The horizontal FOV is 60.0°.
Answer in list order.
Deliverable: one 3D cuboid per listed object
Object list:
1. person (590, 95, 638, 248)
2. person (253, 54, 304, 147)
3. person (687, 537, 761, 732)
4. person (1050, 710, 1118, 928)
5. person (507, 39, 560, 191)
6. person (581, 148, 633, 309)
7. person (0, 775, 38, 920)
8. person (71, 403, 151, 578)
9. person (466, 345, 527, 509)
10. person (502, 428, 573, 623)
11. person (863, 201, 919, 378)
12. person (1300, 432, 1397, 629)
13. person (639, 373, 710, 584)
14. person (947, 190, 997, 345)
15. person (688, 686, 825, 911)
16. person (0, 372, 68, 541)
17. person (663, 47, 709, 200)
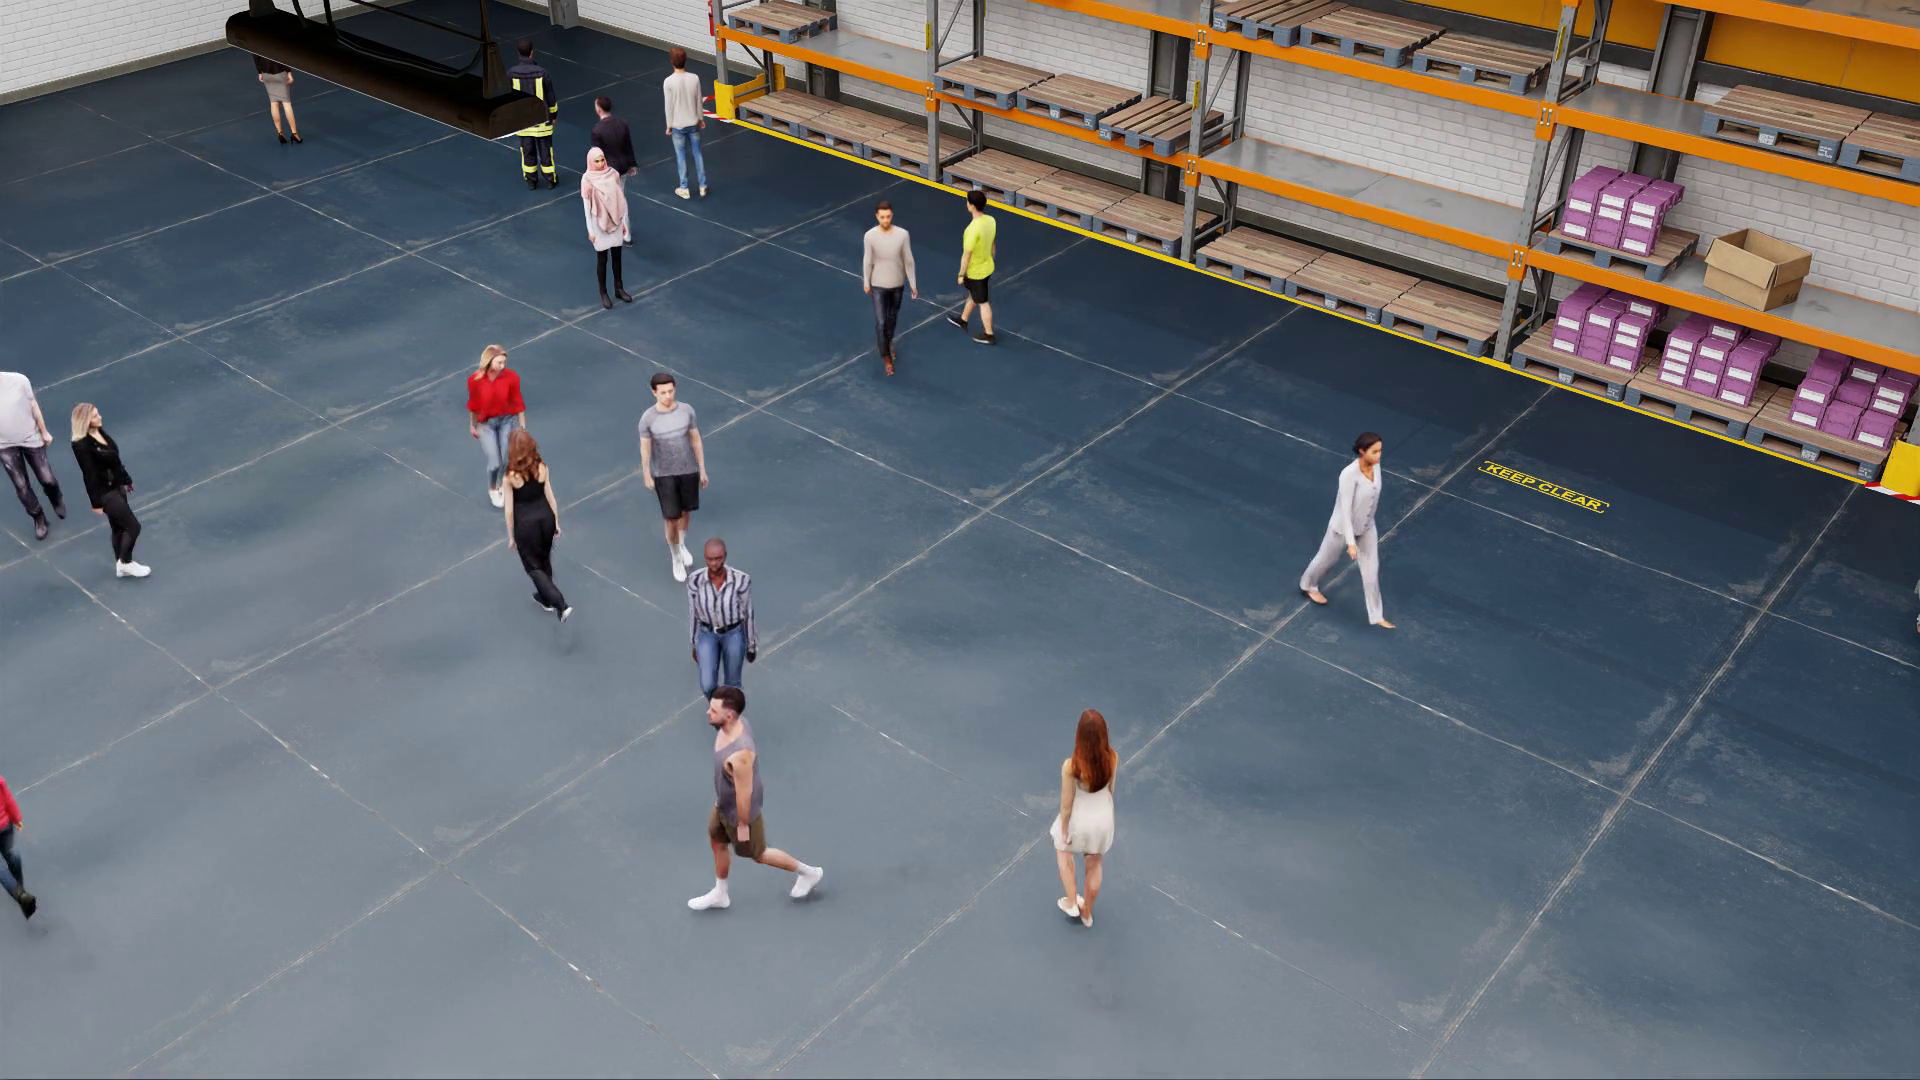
[{"bbox_3d":[-4.073,-4.364,19.801,0.771,1.825,0.924,-25,41,-33],"label":"person"},{"bbox_3d":[-9.352,-6.304,22.705,0.679,1.842,0.762,1,34,1],"label":"person"},{"bbox_3d":[-1.749,0.698,12.223,0.761,1.784,0.817,-3,34,-5],"label":"person"},{"bbox_3d":[0.842,1.837,10.587,0.679,1.698,0.728,-7,34,-11],"label":"person"},{"bbox_3d":[-5.484,-5.459,21.361,0.877,1.923,0.932,-3,34,-5],"label":"person"},{"bbox_3d":[-3.937,-3.486,18.500,0.672,1.804,0.646,-25,41,-33],"label":"person"},{"bbox_3d":[-6.284,1.913,10.830,0.779,1.302,0.504,26,41,33],"label":"person"},{"bbox_3d":[-7.245,-0.382,13.946,0.789,1.675,0.720,-4,34,-6],"label":"person"},{"bbox_3d":[-4.195,-1.032,14.930,0.760,1.669,0.801,-8,35,-13],"label":"person"},{"bbox_3d":[-3.404,-0.067,13.428,0.710,1.724,0.990,-20,38,-27],"label":"person"},{"bbox_3d":[-0.760,-2.682,17.270,1.077,1.825,1.219,-9,35,-13],"label":"person"},{"bbox_3d":[3.117,-0.127,13.552,0.871,1.687,1.240,-20,38,-27],"label":"person"},{"bbox_3d":[-2.451,-0.627,14.152,0.798,1.856,0.889,-18,37,-24],"label":"person"},{"bbox_3d":[0.278,-2.879,17.690,0.963,1.690,0.759,17,37,23],"label":"person"},{"bbox_3d":[-1.329,1.695,10.708,1.124,1.817,1.161,-9,35,-13],"label":"person"},{"bbox_3d":[-8.252,-0.898,14.595,0.835,1.817,0.886,-13,36,-19],"label":"person"},{"bbox_3d":[-3.488,-5.290,21.126,0.750,1.901,0.717,-15,36,-21],"label":"person"}]
